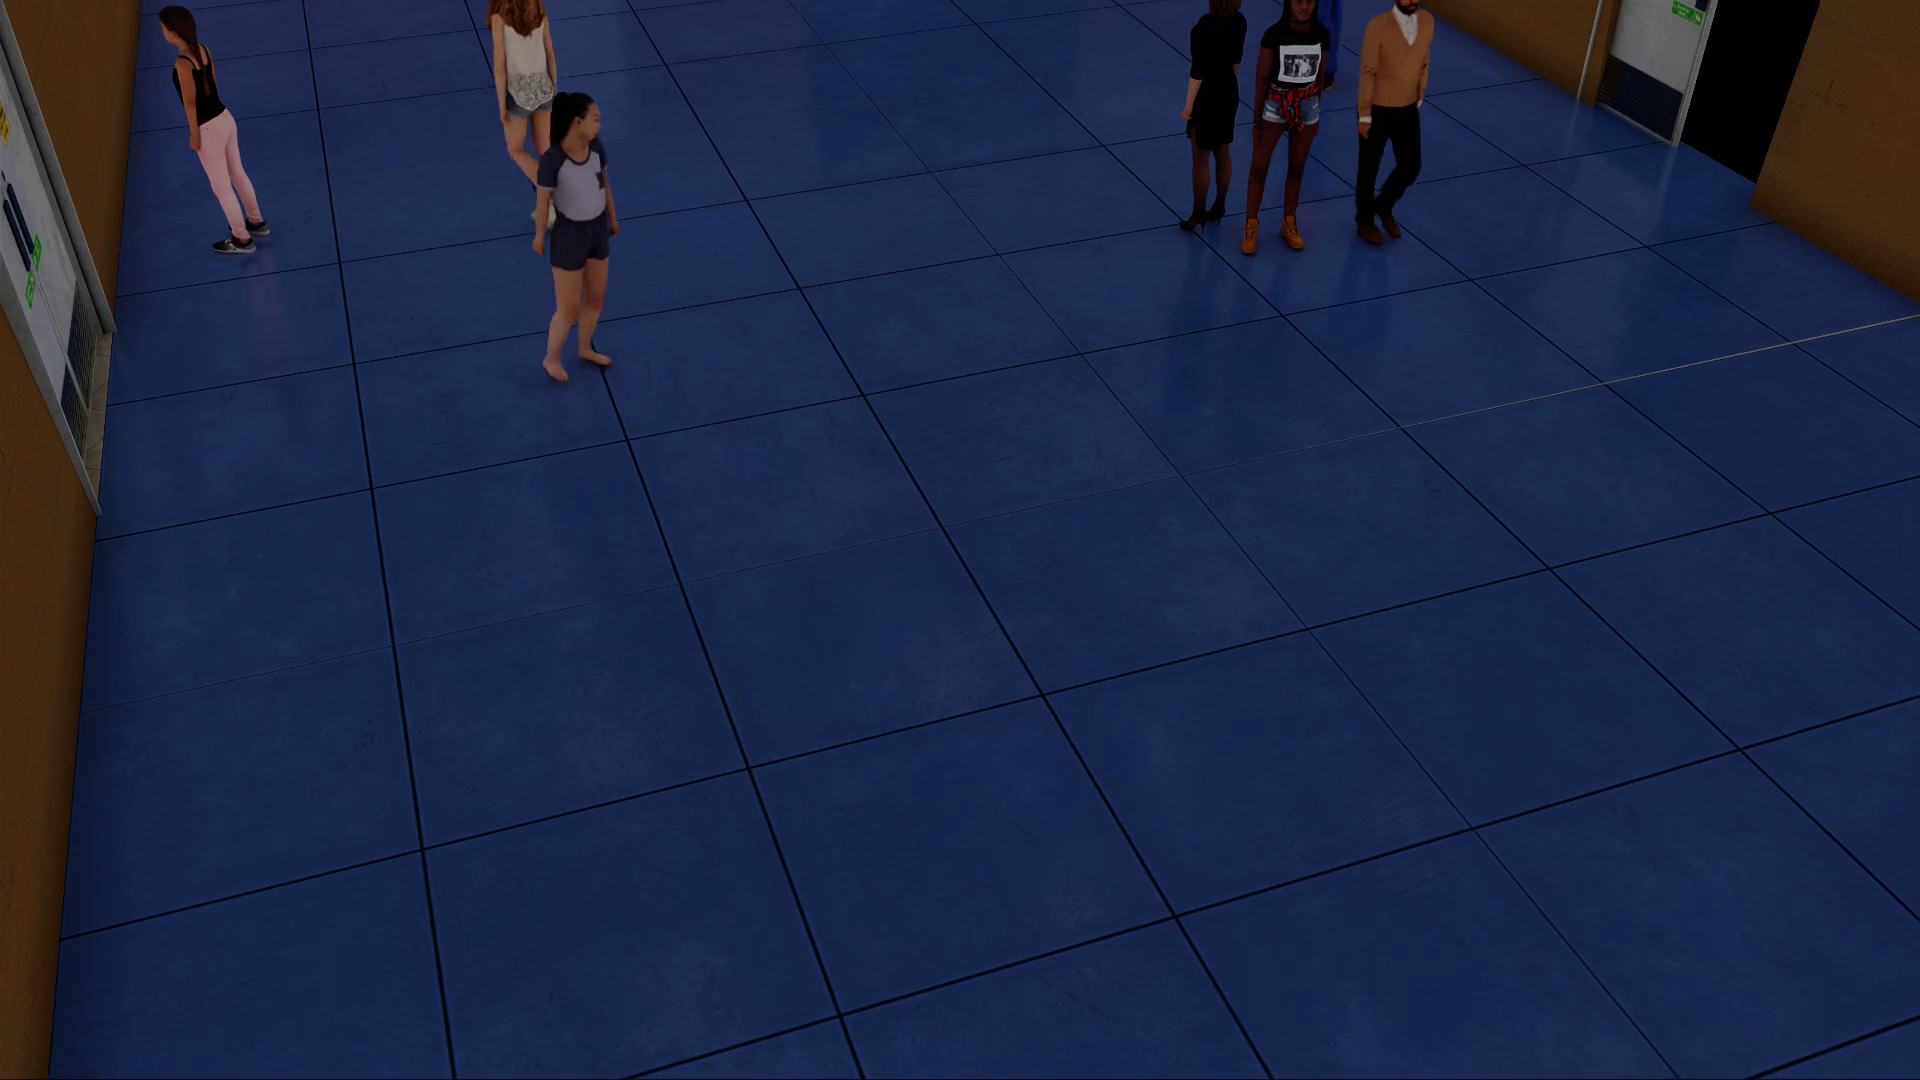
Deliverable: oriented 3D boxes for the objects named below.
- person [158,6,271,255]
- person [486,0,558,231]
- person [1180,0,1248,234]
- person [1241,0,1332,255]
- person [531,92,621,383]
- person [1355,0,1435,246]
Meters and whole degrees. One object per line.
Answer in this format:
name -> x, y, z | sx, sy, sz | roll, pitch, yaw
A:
person -> -4.661, -2.566, 10.382 | 0.606, 1.562, 0.584 | 3, 37, 5
person -> -2.655, -2.732, 10.443 | 0.772, 1.753, 0.799 | -29, 45, -32
person -> 1.602, -2.763, 10.523 | 0.531, 1.691, 0.700 | -25, 43, -29
person -> 2.028, -2.628, 10.326 | 0.594, 1.728, 0.712 | -5, 37, -7
person -> -2.152, -1.640, 9.101 | 0.754, 1.619, 0.859 | -27, 45, -31
person -> 2.652, -2.730, 10.450 | 0.545, 1.743, 0.727 | -12, 39, -16
